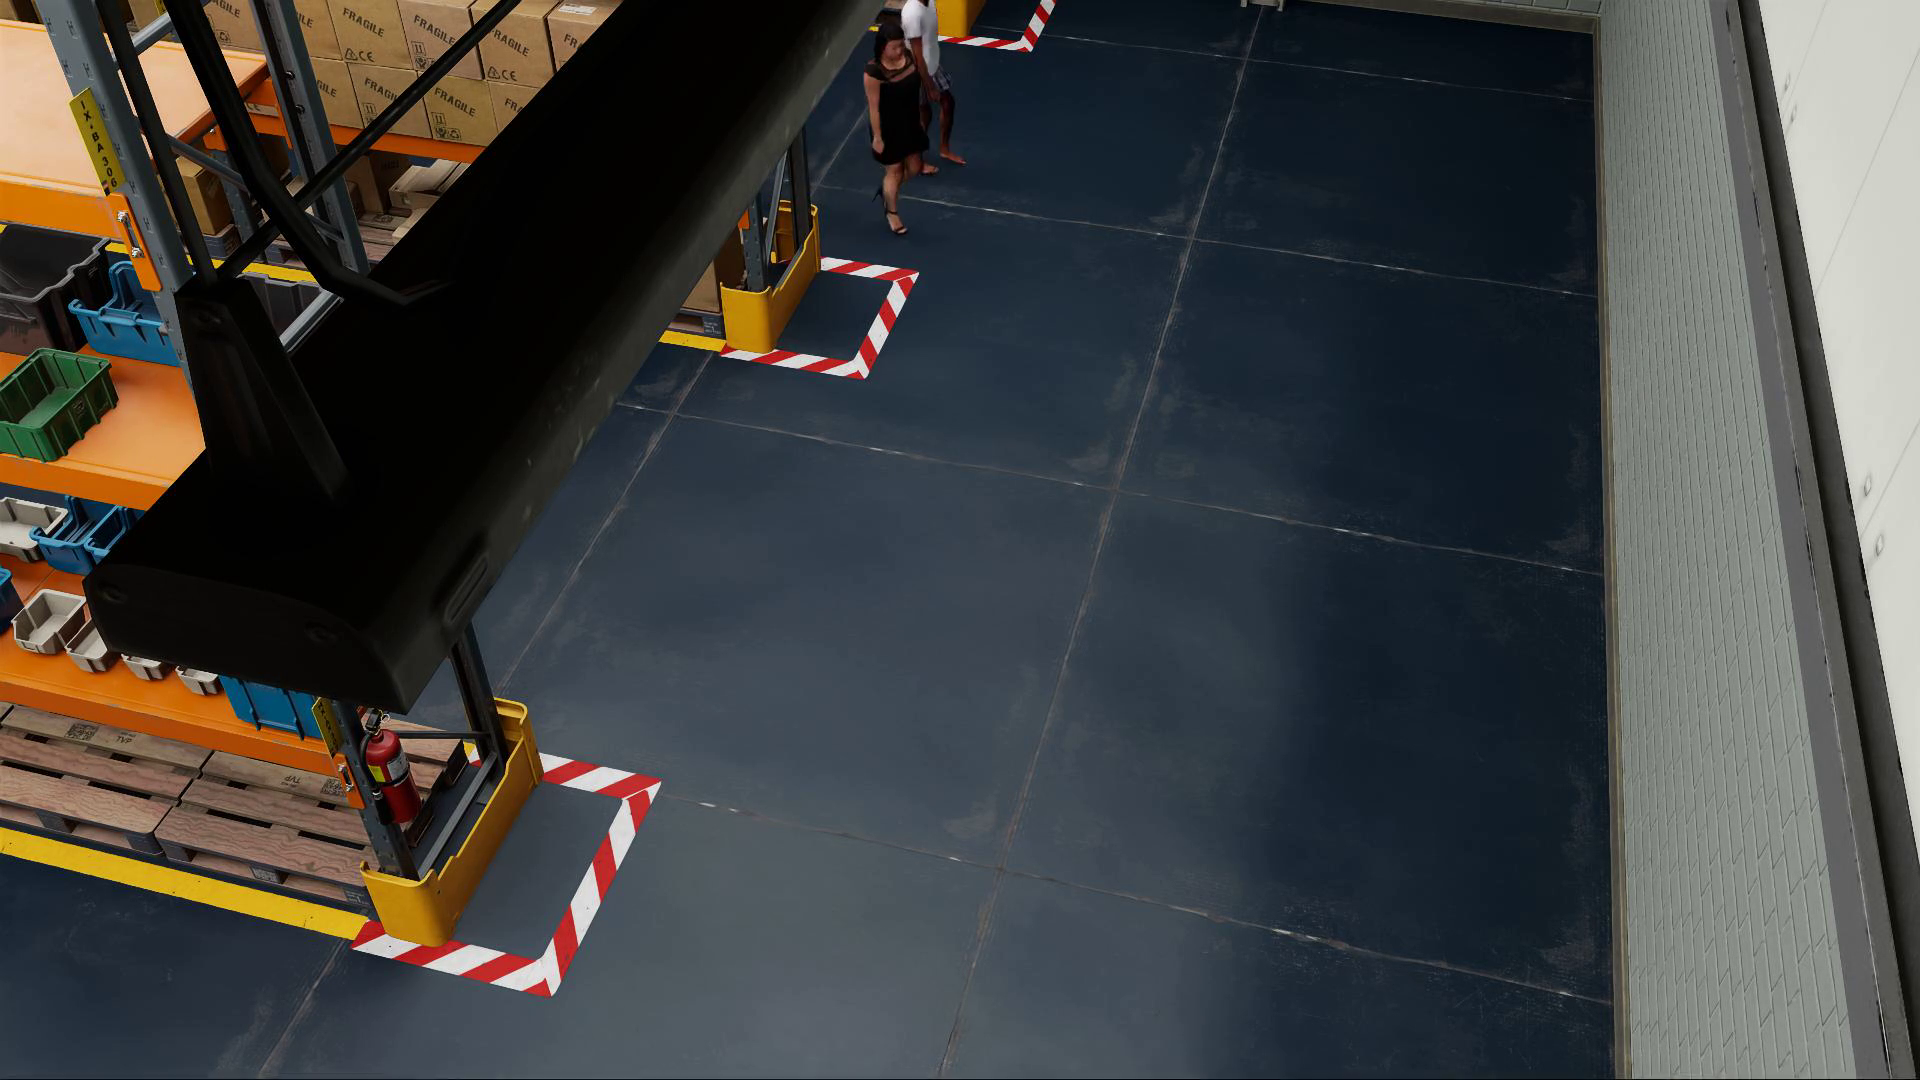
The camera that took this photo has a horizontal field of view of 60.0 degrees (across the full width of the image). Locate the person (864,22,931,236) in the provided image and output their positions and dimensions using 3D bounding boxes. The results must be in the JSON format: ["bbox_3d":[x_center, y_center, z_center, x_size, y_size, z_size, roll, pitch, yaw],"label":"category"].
[{"bbox_3d":[-0.544,-3.019,12.173,0.826,1.693,0.809,28,50,26],"label":"person"}]

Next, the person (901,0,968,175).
[{"bbox_3d":[-0.342,-3.610,12.795,0.692,1.708,0.678,9,44,9],"label":"person"}]
